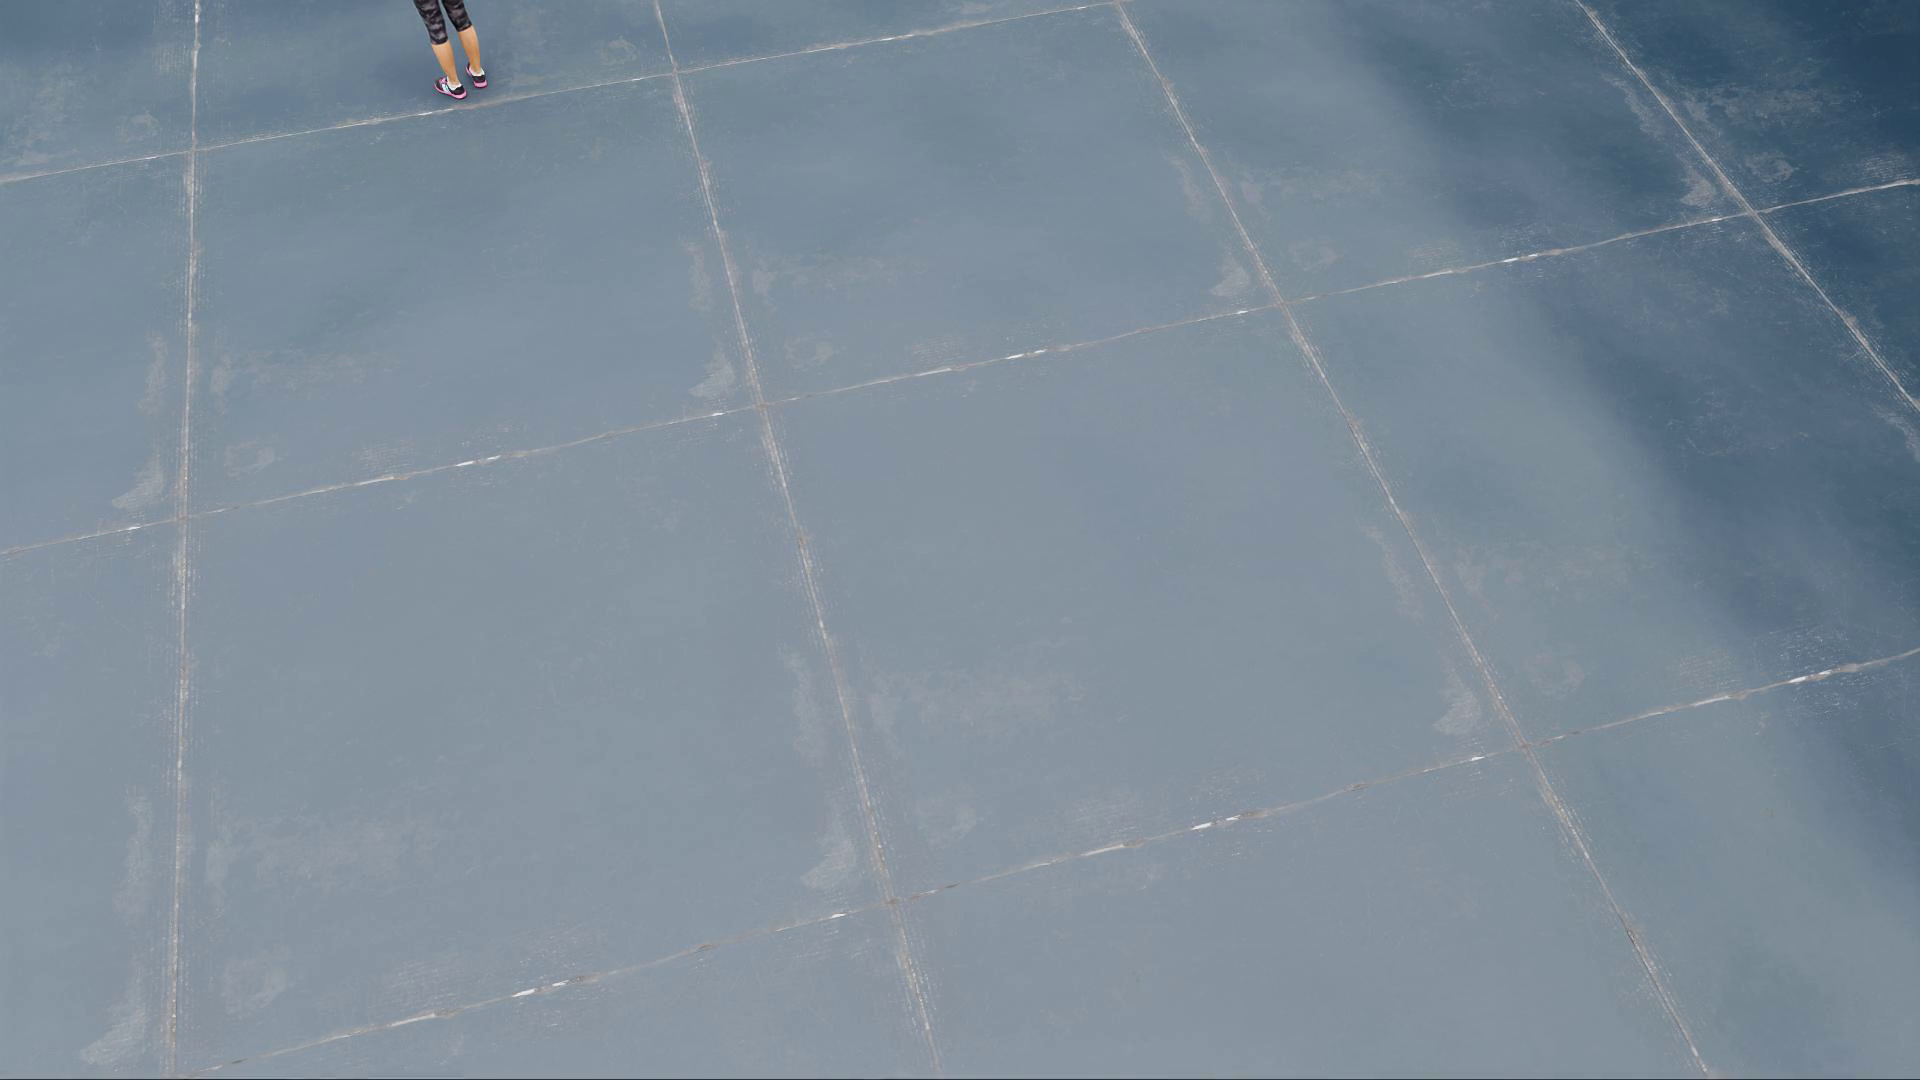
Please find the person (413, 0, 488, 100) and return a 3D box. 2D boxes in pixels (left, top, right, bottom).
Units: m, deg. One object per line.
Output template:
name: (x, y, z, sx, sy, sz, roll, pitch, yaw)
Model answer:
person: (-3.181, -3.435, 9.964, 0.655, 1.730, 0.667, -34, 59, -23)
